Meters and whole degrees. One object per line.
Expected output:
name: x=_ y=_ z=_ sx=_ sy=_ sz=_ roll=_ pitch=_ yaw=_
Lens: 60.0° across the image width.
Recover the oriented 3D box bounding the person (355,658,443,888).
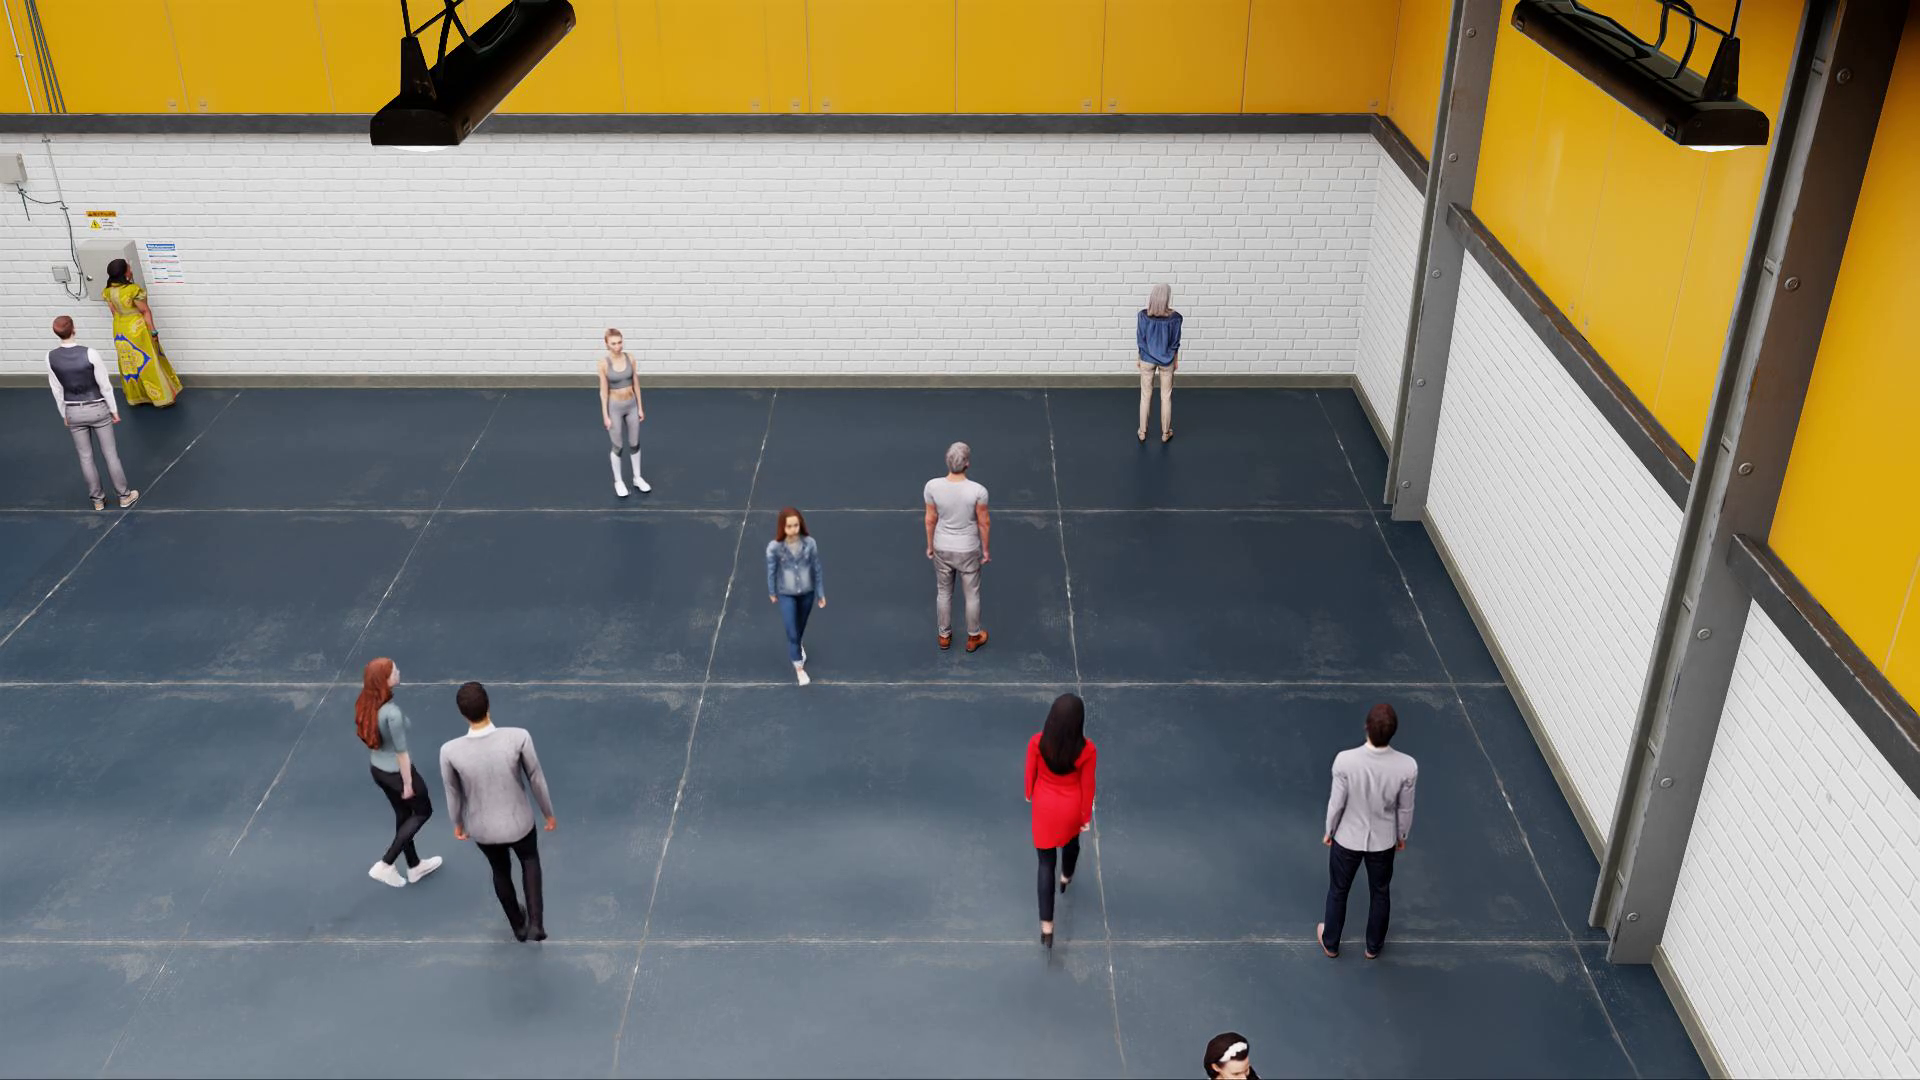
person: x=-3.740 y=1.557 z=10.801 sx=0.798 sy=1.733 sz=0.873 roll=22 pitch=36 yaw=35

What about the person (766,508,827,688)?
person: x=-1.315 y=0.385 z=13.255 sx=0.784 sy=1.440 sz=1.057 roll=-10 pitch=30 yaw=-17

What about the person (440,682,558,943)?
person: x=-2.827 y=1.775 z=10.230 sx=0.894 sy=1.898 sz=0.920 roll=-5 pitch=29 yaw=-10

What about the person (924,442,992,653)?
person: x=-0.023 y=0.067 z=13.431 sx=0.746 sy=1.831 sz=0.661 roll=7 pitch=29 yaw=13

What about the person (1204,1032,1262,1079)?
person: x=1.230 y=3.059 z=7.960 sx=0.860 sy=1.817 sz=0.915 roll=-22 pitch=35 yaw=-34

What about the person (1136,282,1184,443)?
person: x=2.023 y=-1.828 z=17.044 sx=0.644 sy=1.697 sz=0.602 roll=4 pitch=29 yaw=7

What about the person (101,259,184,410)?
person: x=-8.816 y=-2.212 z=17.787 sx=0.932 sy=1.661 sz=0.879 roll=7 pitch=29 yaw=13

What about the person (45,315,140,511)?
person: x=-8.214 y=-1.207 z=15.654 sx=0.710 sy=1.938 sz=0.640 roll=-6 pitch=29 yaw=-11

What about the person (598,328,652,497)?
person: x=-3.249 y=-1.243 z=15.968 sx=0.638 sy=1.702 sz=0.671 roll=-19 pitch=34 yaw=-31

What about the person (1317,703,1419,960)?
person: x=2.495 y=1.803 z=10.226 sx=0.687 sy=1.853 sz=0.591 roll=2 pitch=29 yaw=4

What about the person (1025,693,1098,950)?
person: x=0.603 y=1.767 z=10.442 sx=0.663 sy=1.708 sz=1.100 roll=2 pitch=29 yaw=4
